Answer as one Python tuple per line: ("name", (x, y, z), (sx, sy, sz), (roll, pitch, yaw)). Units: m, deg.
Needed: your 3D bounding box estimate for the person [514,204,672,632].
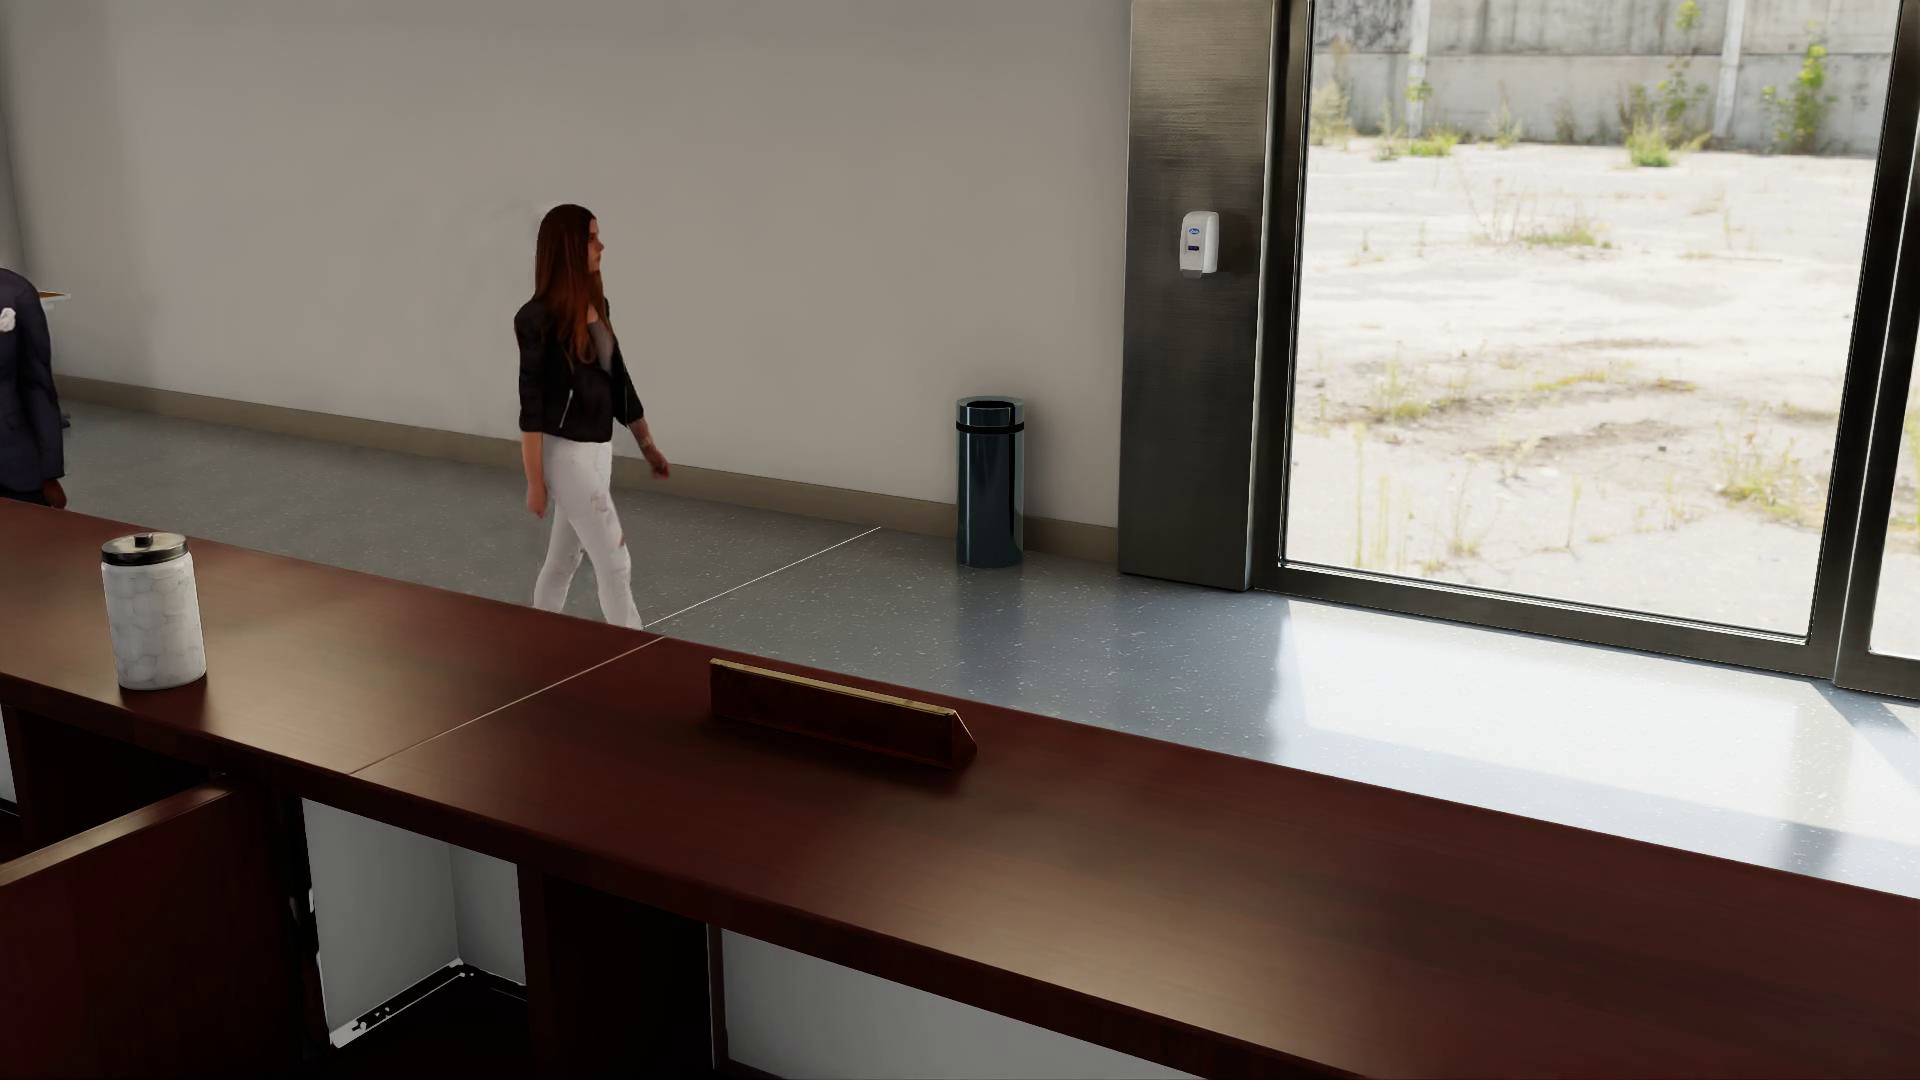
("person", (-1.354, -0.254, 5.565), (0.855, 1.674, 1.019), (3, 16, 12))
